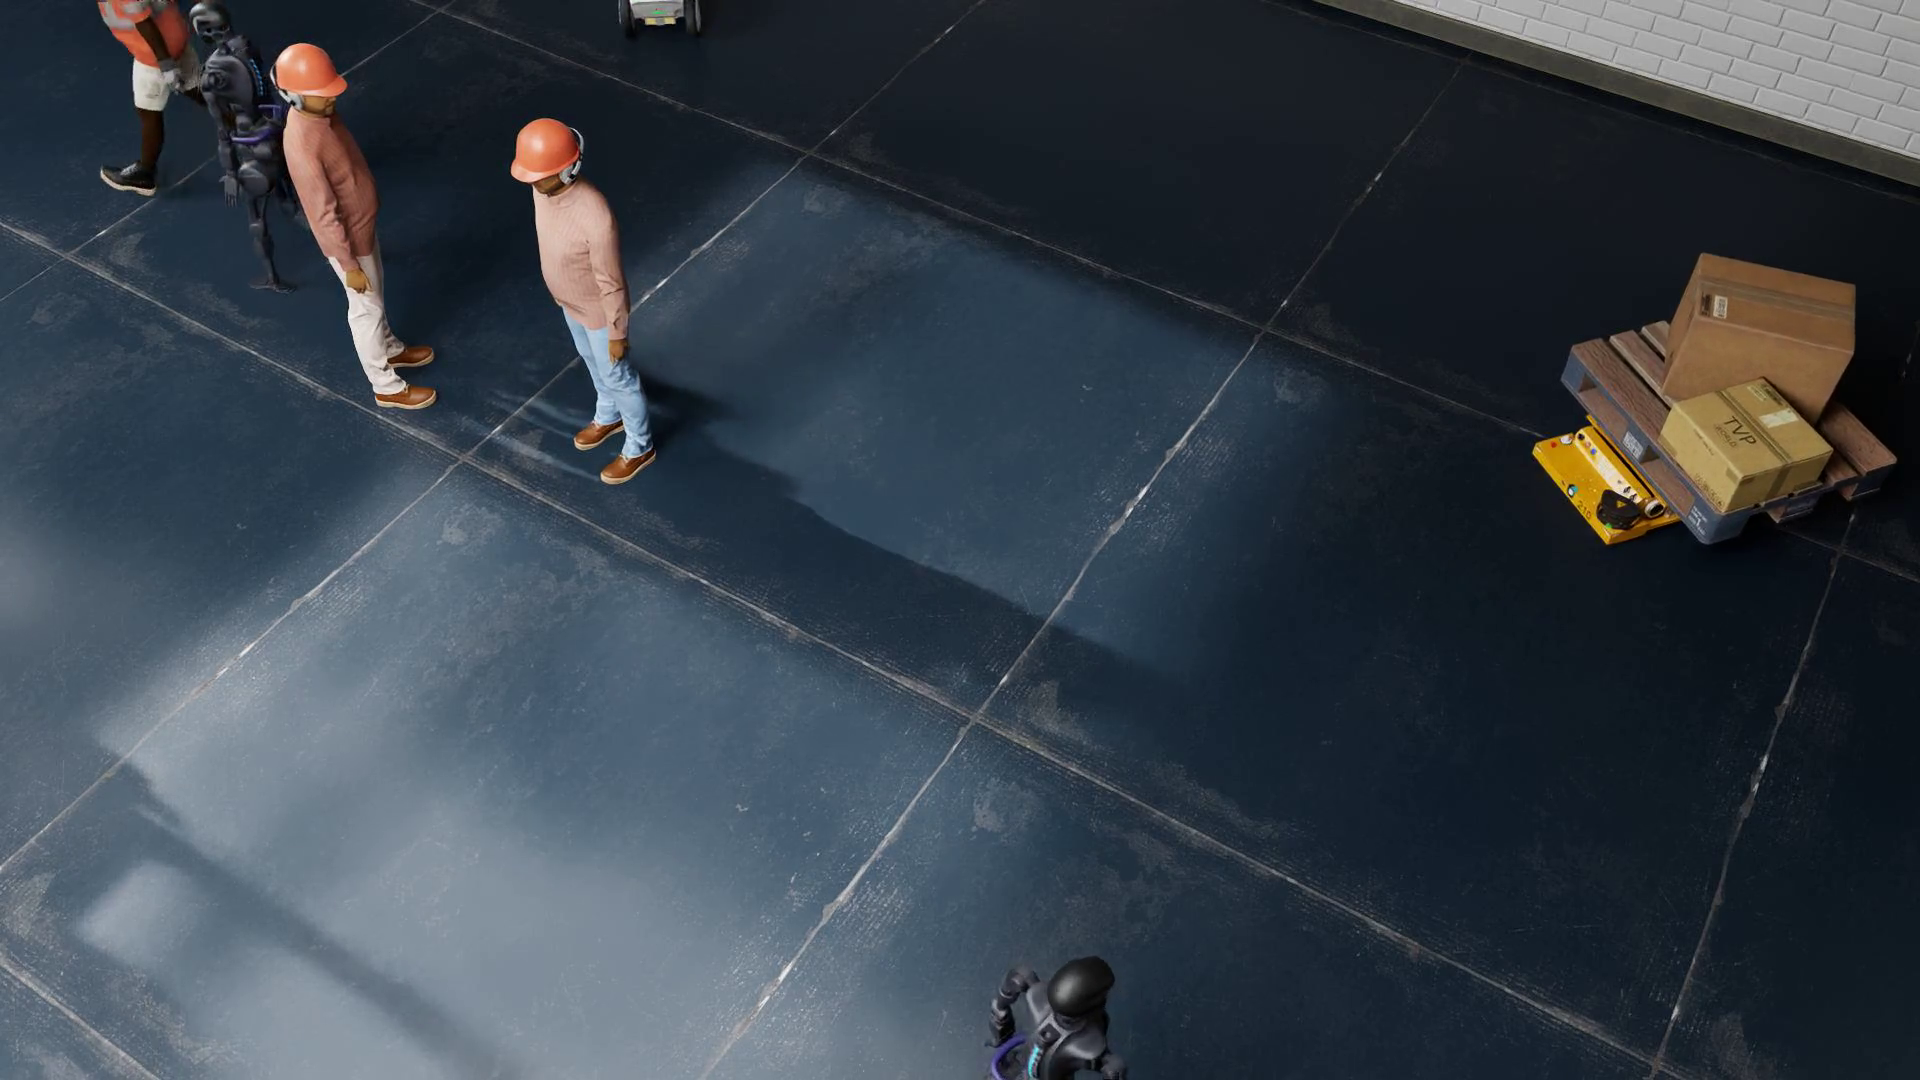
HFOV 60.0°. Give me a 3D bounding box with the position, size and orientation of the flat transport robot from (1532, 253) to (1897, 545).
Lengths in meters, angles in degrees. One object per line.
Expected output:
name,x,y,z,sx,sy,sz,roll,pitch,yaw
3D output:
flat transport robot,3.630,-0.437,8.197,1.431,0.231,0.659,-15,51,-13

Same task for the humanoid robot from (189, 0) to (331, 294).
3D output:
humanoid robot,-3.630,-2.041,8.682,0.538,1.629,0.594,5,49,5

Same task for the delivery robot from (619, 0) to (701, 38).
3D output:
delivery robot,-1.950,-3.633,10.794,0.511,0.584,0.755,-1,49,-1

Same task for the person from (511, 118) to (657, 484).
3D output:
person,-1.715,-1.090,7.632,0.402,1.986,0.610,-31,56,-24

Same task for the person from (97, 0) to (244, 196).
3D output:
person,-4.492,-2.732,9.122,0.990,1.888,0.672,-12,50,-10

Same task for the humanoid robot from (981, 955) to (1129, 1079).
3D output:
humanoid robot,0.243,1.792,5.313,0.587,1.640,0.402,37,58,28

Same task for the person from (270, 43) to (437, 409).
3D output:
person,-2.906,-1.485,7.971,0.386,1.988,0.621,-9,49,-8
